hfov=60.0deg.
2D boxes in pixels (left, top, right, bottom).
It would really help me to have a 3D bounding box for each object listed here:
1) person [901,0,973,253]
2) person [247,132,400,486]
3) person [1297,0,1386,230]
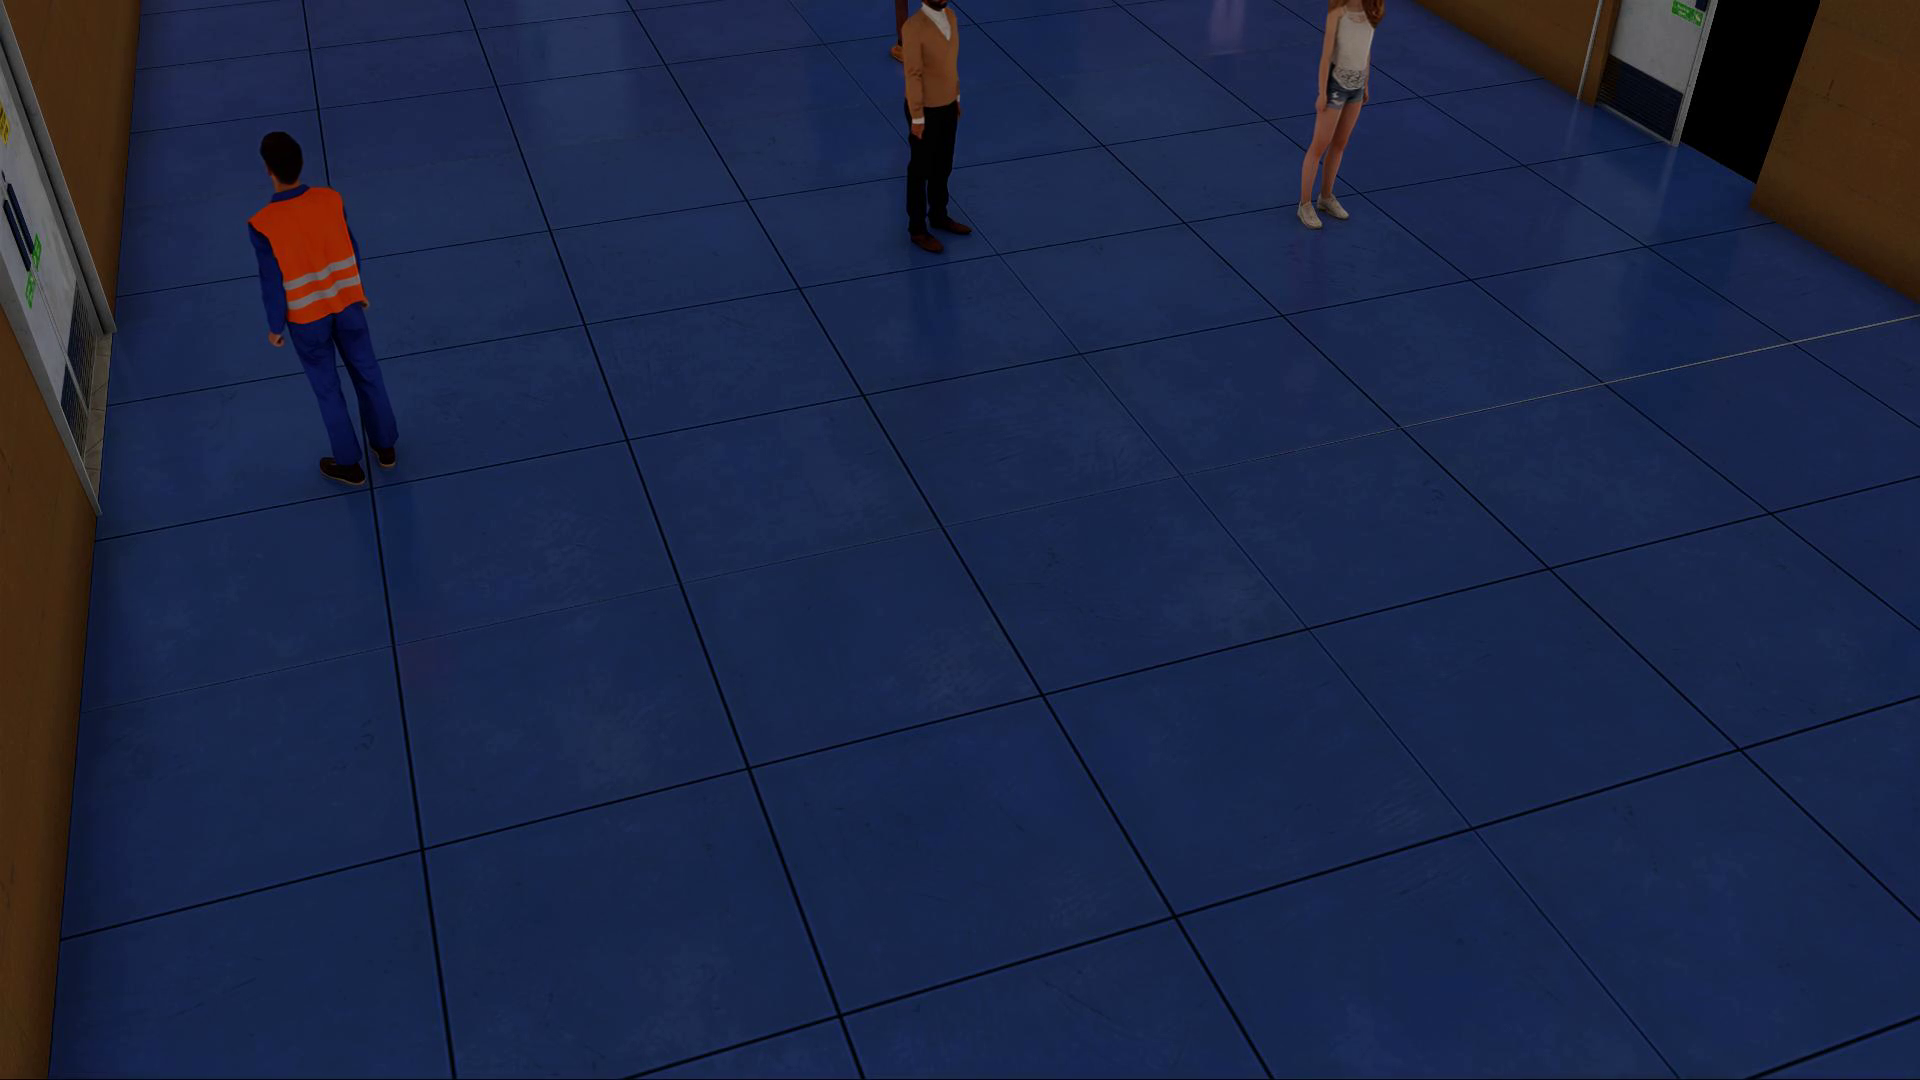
[{"bbox_3d":[-0.173,-2.704,10.405,0.819,1.755,0.732,21,42,26],"label":"person"},{"bbox_3d":[-3.148,-1.127,8.214,0.846,1.864,0.721,28,45,32],"label":"person"},{"bbox_3d":[2.426,-2.877,10.633,0.511,1.758,0.682,-21,42,-25],"label":"person"}]
